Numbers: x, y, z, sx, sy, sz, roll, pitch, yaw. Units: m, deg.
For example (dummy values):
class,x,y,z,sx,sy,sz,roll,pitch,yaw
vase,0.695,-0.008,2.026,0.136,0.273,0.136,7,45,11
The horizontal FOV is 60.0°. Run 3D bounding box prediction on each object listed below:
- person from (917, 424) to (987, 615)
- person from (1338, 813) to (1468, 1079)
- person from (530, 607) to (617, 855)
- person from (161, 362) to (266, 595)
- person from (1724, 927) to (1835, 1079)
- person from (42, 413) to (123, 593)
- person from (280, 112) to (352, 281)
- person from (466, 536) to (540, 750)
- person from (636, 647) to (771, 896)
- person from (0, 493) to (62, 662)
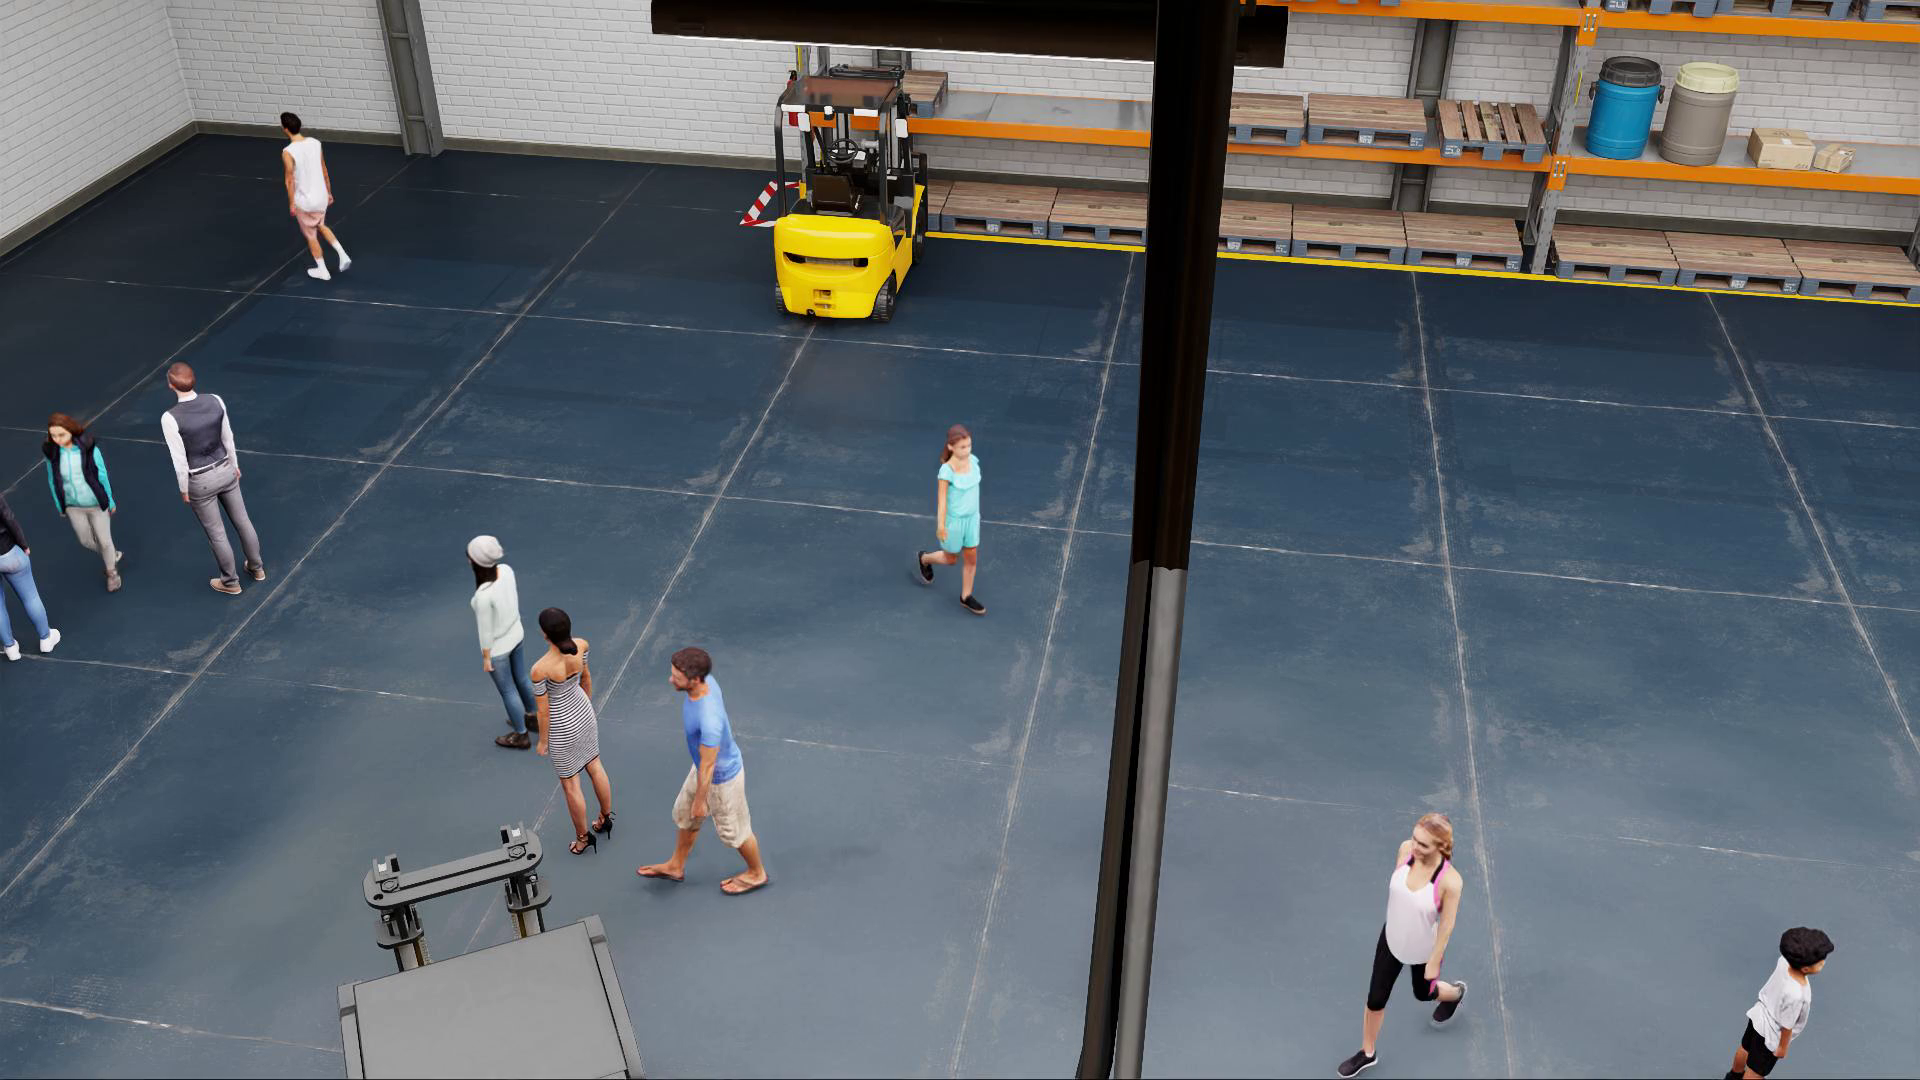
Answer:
class,x,y,z,sx,sy,sz,roll,pitch,yaw
person,-0.056,-0.192,12.387,0.860,1.544,0.986,-28,43,-35
person,2.459,2.096,8.752,1.151,1.756,1.083,-21,39,-28
person,-2.356,1.159,10.103,0.668,1.822,0.678,20,39,28
person,-5.613,-0.476,12.462,0.732,1.934,0.742,23,40,30
person,4.216,2.485,8.619,0.464,1.256,0.471,6,34,9
person,-6.617,-0.314,12.612,0.672,1.496,0.737,-5,34,-7
person,-6.653,-3.512,17.174,0.853,1.774,0.764,15,37,22
person,-3.026,0.659,11.013,0.521,1.647,0.576,9,35,14
person,-1.355,1.353,9.798,1.119,1.836,0.921,-9,35,-14
person,-6.869,0.125,11.829,0.683,1.634,0.788,-13,36,-19
